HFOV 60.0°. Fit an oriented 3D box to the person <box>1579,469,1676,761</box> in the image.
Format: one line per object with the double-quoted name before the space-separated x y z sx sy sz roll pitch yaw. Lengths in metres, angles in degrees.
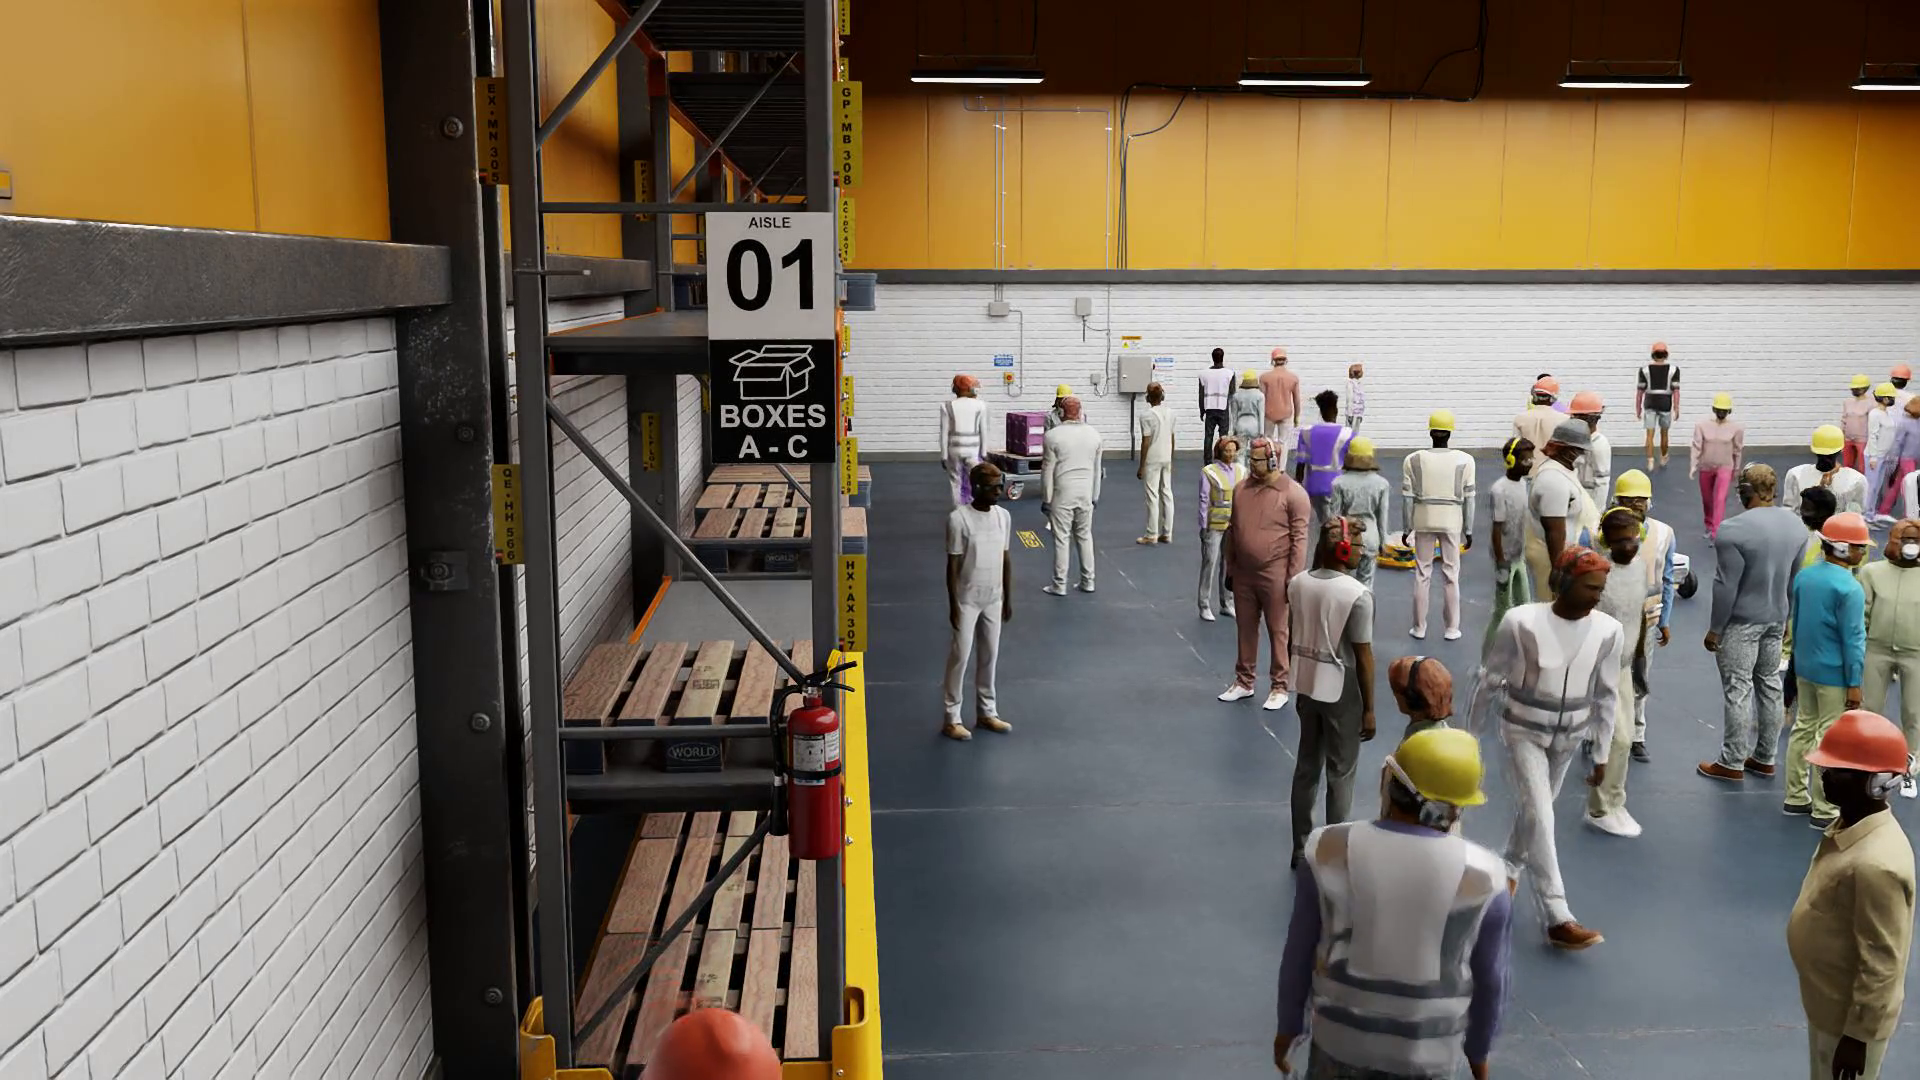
"person" 4.149 0.471 10.396 0.592 1.837 0.404 1 9 8

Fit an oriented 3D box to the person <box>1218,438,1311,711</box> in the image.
"person" 2.120 0.232 11.690 0.641 1.905 0.408 9 12 43

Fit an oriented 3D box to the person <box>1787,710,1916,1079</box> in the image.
"person" 2.655 1.367 5.016 0.324 1.753 0.573 3 10 19

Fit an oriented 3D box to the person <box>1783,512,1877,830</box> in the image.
"person" 4.788 0.713 9.140 0.324 1.749 0.568 -1 9 -4

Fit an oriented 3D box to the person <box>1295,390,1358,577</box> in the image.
"person" 3.596 -0.468 16.061 0.592 1.938 0.599 -7 12 -38

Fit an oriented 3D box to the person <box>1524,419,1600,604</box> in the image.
"person" 4.310 0.131 11.891 0.536 2.000 0.684 3 9 16

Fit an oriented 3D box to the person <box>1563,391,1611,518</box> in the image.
"person" 5.346 -0.256 14.315 0.378 2.041 0.616 0 9 1

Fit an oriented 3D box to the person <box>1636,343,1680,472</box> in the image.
"person" 10.883 -2.076 25.945 0.634 1.977 1.046 4 10 23

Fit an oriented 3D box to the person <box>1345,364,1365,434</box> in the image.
"person" 6.225 -1.959 26.265 0.306 1.642 0.523 5 10 30

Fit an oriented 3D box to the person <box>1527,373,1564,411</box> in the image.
"person" 8.007 -1.444 22.859 0.322 1.697 0.532 -9 12 -43

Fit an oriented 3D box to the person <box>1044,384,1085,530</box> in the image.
"person" 1.238 -0.985 19.833 0.487 1.744 0.297 1 9 4

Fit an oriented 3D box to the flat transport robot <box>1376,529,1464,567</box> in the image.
"flat transport robot" 4.790 0.078 17.765 0.652 0.197 1.431 7 12 39

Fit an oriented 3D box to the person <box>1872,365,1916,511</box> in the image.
"person" 12.049 -1.320 21.522 0.551 1.898 0.983 6 11 35

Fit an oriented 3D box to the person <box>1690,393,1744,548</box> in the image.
"person" 8.573 -0.812 18.827 0.516 1.726 0.922 6 11 34

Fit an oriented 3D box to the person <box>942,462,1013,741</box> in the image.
"person" 0.129 0.399 10.888 0.522 1.834 0.363 -6 11 -35

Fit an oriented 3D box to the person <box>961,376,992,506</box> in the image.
"person" 0.142 -1.257 21.539 0.561 1.742 0.337 7 11 37

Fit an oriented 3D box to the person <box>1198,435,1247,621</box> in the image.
"person" 2.317 -0.108 14.661 0.523 1.636 0.310 -5 10 -28

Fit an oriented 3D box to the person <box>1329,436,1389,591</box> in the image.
"person" 3.252 0.011 13.616 0.495 1.727 0.391 0 9 0

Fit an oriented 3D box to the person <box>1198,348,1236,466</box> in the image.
"person" 3.966 -2.001 25.659 0.593 1.922 0.391 4 10 22

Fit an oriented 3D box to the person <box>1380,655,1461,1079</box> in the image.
"person" 1.709 1.236 6.220 0.305 1.637 0.522 3 9 16

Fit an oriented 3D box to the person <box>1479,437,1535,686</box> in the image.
"person" 4.087 0.169 12.251 0.521 1.852 0.573 9 13 44

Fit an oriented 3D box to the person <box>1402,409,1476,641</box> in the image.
"person" 3.967 -0.121 13.824 0.585 1.929 0.371 3 9 16

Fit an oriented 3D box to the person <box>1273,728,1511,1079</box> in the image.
"person" 1.206 1.403 4.716 0.648 1.792 0.566 2 9 14

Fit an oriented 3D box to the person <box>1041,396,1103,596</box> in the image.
"person" 1.046 -0.424 15.847 0.645 1.896 0.401 -5 10 -27

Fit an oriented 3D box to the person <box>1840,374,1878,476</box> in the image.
"person" 11.661 -1.280 21.643 0.342 1.756 0.519 -4 10 -22

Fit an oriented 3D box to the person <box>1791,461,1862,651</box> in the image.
"person" 6.566 0.213 12.655 0.507 1.633 0.277 6 11 35

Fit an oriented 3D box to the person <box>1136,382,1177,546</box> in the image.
"person" 2.202 -0.855 18.712 0.506 1.842 0.350 -6 11 -35

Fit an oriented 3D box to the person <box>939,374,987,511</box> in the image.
"person" 0.040 -1.038 19.769 0.591 1.869 0.624 -2 9 -10

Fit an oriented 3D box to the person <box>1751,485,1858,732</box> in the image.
"person" 5.709 0.451 11.098 0.875 1.655 0.540 -2 9 -11

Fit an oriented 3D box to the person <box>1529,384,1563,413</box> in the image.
"person" 6.875 -0.956 19.479 0.469 1.803 0.751 6 11 35

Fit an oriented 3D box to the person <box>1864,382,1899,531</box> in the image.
"person" 10.953 -0.992 19.808 0.312 1.768 0.529 9 13 44

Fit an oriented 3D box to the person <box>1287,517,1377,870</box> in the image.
"person" 1.852 0.798 8.338 0.390 1.840 0.565 -6 11 -31

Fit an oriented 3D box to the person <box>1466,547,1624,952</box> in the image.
"person" 2.687 0.917 7.672 0.638 1.813 0.976 -1 9 -4

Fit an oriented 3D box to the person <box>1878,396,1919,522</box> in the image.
"person" 11.552 -0.958 20.178 0.488 1.580 0.858 -5 10 -30

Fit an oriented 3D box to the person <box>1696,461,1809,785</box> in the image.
"person" 4.723 0.497 9.936 0.630 1.934 0.372 -3 10 -21

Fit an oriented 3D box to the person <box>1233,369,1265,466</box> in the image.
"person" 4.084 -1.545 23.396 0.503 1.712 0.742 6 11 31

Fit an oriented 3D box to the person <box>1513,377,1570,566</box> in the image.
"person" 6.004 -0.688 17.183 0.613 1.994 0.395 6 11 35

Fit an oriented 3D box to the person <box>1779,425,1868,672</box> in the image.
"person" 6.508 0.079 12.607 0.585 1.918 0.381 7 11 37

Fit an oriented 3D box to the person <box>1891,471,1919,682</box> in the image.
"person" 7.221 0.124 12.361 0.986 1.897 0.615 -4 10 -23

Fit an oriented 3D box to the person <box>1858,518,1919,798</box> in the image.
"person" 5.474 0.679 9.715 0.507 1.636 0.274 7 12 39

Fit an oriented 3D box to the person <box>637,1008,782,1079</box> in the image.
"person" -0.538 1.645 3.077 0.567 1.841 1.162 -4 10 -22

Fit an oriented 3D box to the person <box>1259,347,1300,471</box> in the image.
"person" 4.666 -1.844 24.476 0.669 1.977 0.518 0 9 -2

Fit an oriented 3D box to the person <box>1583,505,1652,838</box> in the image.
"person" 3.529 0.709 8.961 0.525 1.835 0.392 -6 11 -31
